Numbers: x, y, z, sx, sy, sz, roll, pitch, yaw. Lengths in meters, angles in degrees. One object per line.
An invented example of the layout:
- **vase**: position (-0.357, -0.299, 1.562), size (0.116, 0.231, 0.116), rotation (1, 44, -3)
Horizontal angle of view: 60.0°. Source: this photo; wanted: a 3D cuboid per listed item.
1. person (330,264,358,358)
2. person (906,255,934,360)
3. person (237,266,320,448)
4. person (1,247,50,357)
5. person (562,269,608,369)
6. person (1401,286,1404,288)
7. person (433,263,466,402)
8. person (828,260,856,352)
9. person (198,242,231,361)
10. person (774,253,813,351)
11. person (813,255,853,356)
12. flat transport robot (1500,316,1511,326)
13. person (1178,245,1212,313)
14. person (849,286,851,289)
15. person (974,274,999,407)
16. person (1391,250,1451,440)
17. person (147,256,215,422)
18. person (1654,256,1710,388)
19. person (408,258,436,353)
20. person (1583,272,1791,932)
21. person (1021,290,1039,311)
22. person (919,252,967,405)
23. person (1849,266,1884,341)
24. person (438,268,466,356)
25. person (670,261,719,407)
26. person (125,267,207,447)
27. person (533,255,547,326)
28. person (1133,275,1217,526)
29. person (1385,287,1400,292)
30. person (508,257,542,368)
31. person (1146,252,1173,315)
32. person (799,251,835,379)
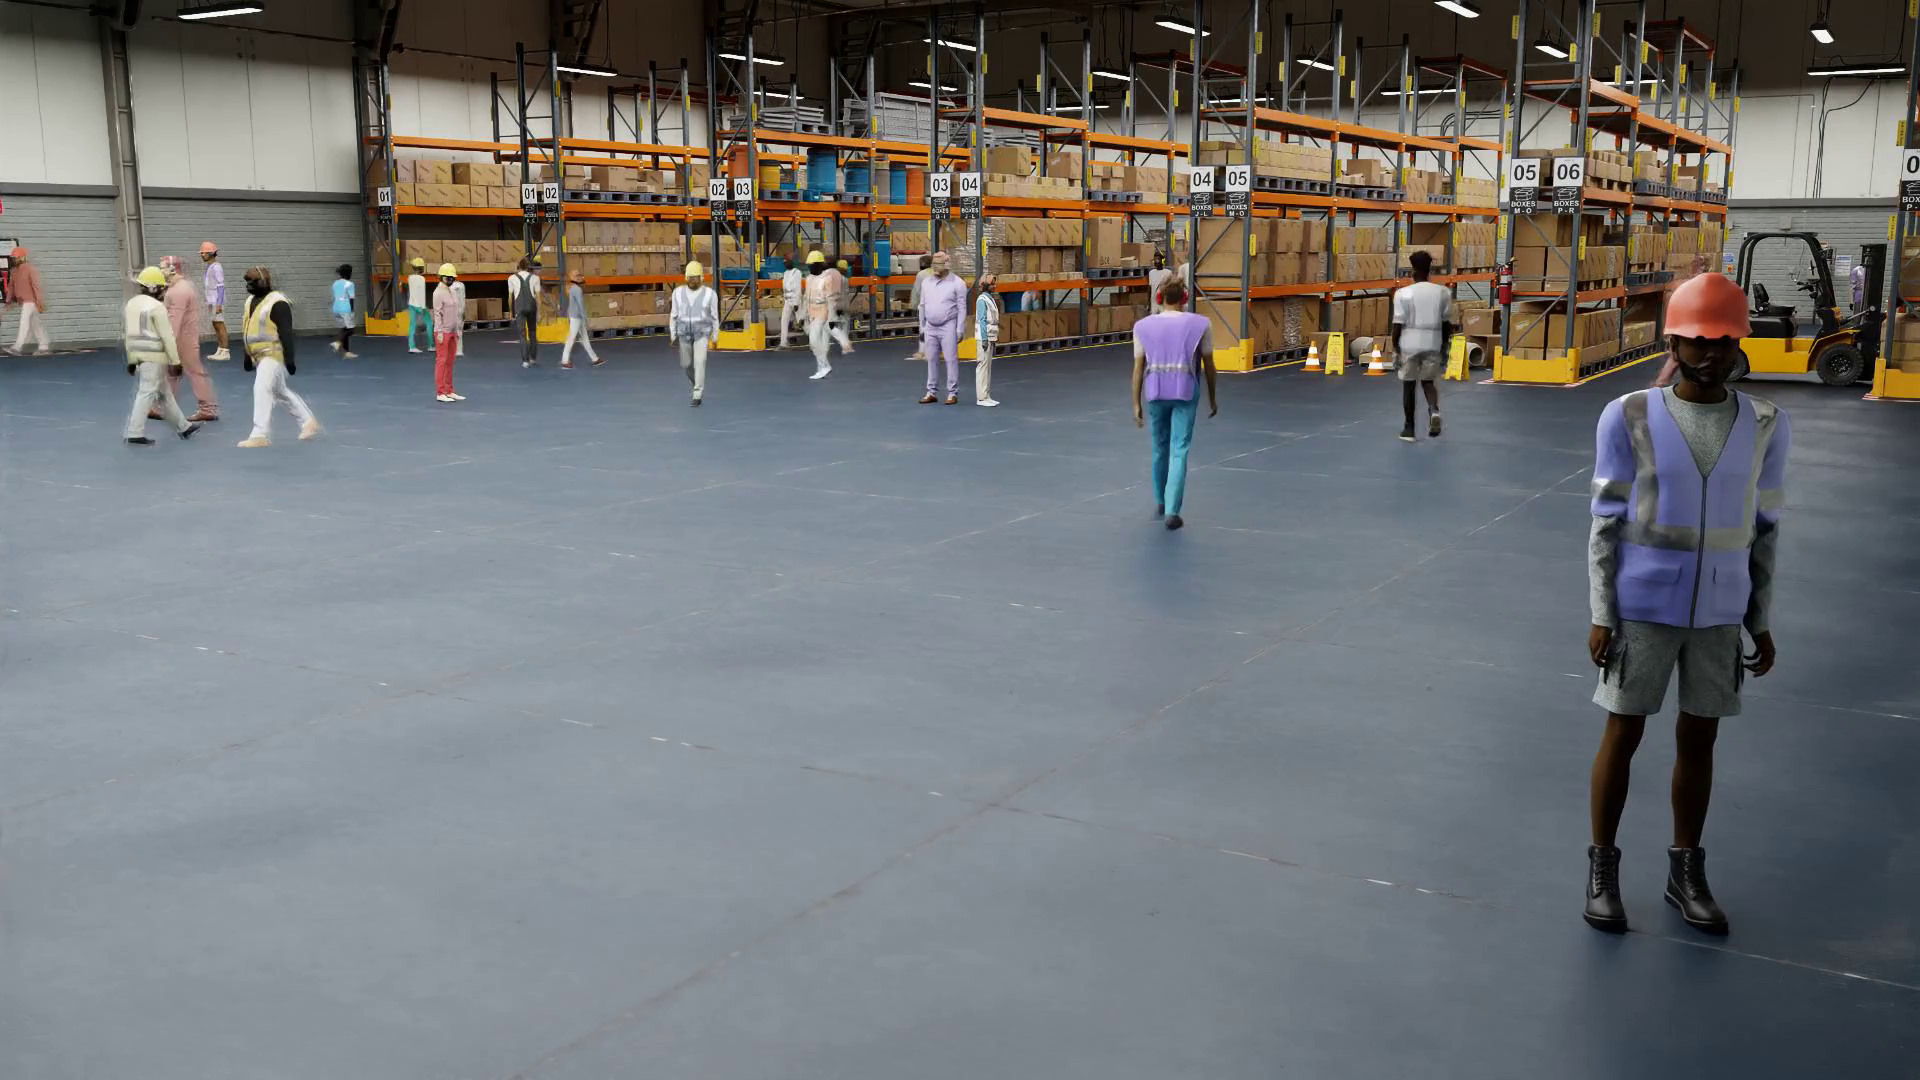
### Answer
- **person**: position (-10.807, -3.987, 29.038), size (0.555, 1.673, 0.566), rotation (7, 12, 32)
- **person**: position (-0.658, -4.030, 28.907), size (0.766, 1.811, 0.650), rotation (5, 11, 28)
- **person**: position (-6.918, -1.858, 16.783), size (0.625, 1.795, 0.928), rotation (9, 13, 40)
- **person**: position (-16.866, -4.268, 29.872), size (0.637, 1.938, 1.025), rotation (6, 12, 29)
- **person**: position (-6.109, -3.583, 26.968), size (0.830, 1.592, 0.527), rotation (-4, 11, -23)
- **person**: position (10.993, -6.084, 40.197), size (0.694, 1.885, 0.602), rotation (1, 10, 7)
- **person**: position (-6.570, -2.660, 21.364), size (0.329, 1.765, 0.526), rotation (2, 10, 10)
- **person**: position (-2.229, -4.323, 30.801), size (0.532, 1.724, 0.487), rotation (-8, 13, -39)
- **person**: position (-12.898, -4.114, 28.727), size (0.388, 2.041, 0.615), rotation (-7, 12, -36)
- **person**: position (-3.087, -4.494, 31.406), size (0.947, 1.851, 0.588), rotation (-8, 13, -38)
- **person**: position (-2.282, -4.196, 29.820), size (0.821, 1.818, 0.621), rotation (4, 11, 23)
- **flat transport robot**: position (13.416, -5.359, 40.663), size (0.652, 0.197, 1.431), rotation (-2, 10, -12)
- **person**: position (4.134, -4.198, 29.363), size (0.645, 1.987, 0.608), rotation (4, 11, 21)
- **person**: position (-3.271, -7.388, 47.608), size (0.866, 1.856, 0.576), rotation (-5, 11, -25)
- **person**: position (0.332, -2.484, 20.731), size (0.309, 1.639, 0.514), rotation (2, 10, 11)
- **person**: position (4.707, -1.969, 16.961), size (0.638, 1.952, 0.547), rotation (-1, 10, -5)
- **person**: position (-8.942, -2.256, 18.783), size (0.905, 1.868, 0.679), rotation (-5, 11, -25)
- **person**: position (9.259, -2.653, 21.067), size (0.977, 1.865, 0.659), rotation (-1, 10, -8)
- **person**: position (-9.902, -4.321, 30.701), size (0.553, 1.736, 0.740), rotation (9, 13, 40)
- **person**: position (2.116, 0.198, 4.868), size (0.543, 1.939, 0.371), rotation (1, 10, 6)
- **person**: position (1.623, -5.371, 36.209), size (1.001, 1.904, 0.644), rotation (-9, 14, -41)
- **person**: position (-0.245, -2.658, 20.957), size (0.652, 1.906, 0.403), rotation (5, 11, 28)
- **person**: position (17.201, -4.556, 31.561), size (0.588, 1.918, 0.397), rotation (1, 10, 8)
- **person**: position (-9.071, -4.058, 29.628), size (0.525, 1.619, 0.703), rotation (0, 10, 2)
- **person**: position (-3.313, -2.588, 20.830), size (0.599, 1.813, 0.751), rotation (1, 10, 6)
- **person**: position (-8.062, -1.843, 16.751), size (0.615, 1.775, 0.928), rotation (8, 13, 38)
- **person**: position (-9.532, -5.524, 37.450), size (0.525, 1.755, 0.468), rotation (5, 11, 26)
- **person**: position (1.552, -1.021, 12.117), size (0.587, 1.791, 0.989), rotation (3, 11, 16)
- **person**: position (10.541, -6.128, 40.594), size (0.502, 1.832, 0.633), rotation (7, 12, 33)
- **person**: position (-7.159, -3.749, 27.373), size (0.509, 1.790, 0.940), rotation (-4, 11, -20)
- **person**: position (3.583, -4.239, 29.916), size (0.535, 1.868, 0.309), rotation (8, 13, 37)
- **person**: position (-2.139, -3.339, 24.756), size (0.437, 1.910, 0.595), rotation (-7, 12, -34)
